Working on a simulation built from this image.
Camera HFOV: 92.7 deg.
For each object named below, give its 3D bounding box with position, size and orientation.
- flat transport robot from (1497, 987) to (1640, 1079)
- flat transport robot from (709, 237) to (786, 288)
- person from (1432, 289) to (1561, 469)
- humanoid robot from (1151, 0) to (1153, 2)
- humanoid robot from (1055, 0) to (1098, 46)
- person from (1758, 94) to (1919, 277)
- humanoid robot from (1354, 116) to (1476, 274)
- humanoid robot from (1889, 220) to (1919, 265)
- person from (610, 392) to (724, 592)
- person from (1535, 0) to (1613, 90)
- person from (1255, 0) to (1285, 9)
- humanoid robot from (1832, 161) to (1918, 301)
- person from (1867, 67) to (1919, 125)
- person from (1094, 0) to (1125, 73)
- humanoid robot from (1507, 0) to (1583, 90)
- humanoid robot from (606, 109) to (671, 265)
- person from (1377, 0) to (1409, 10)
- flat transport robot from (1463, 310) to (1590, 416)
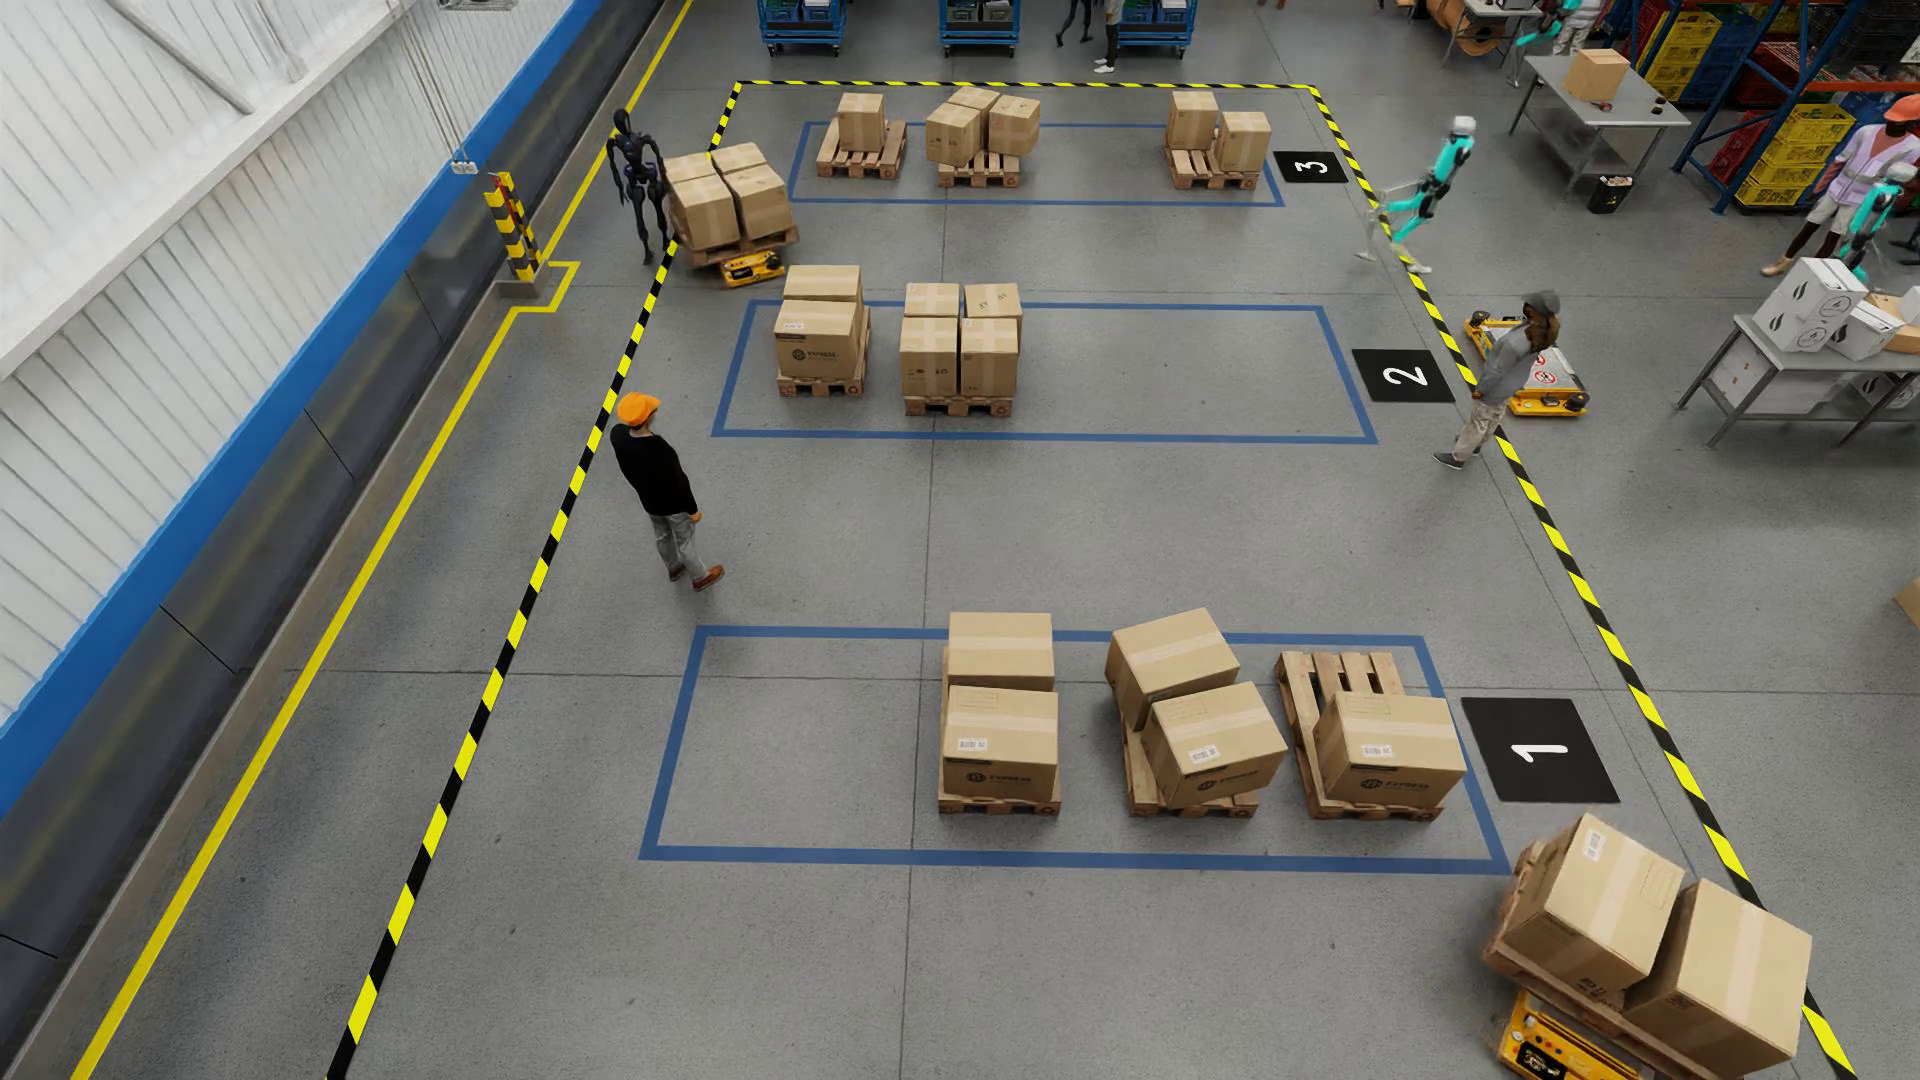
[{"bbox_3d":[3.687,2.558,5.301,0.652,0.197,1.431,30,55,23],"label":"flat transport robot"},{"bbox_3d":[-2.545,-3.402,10.460,0.652,0.197,1.431,-21,52,-17],"label":"flat transport robot"},{"bbox_3d":[4.550,-1.325,7.687,0.561,1.769,0.400,-30,55,-23],"label":"person"},{"bbox_3d":[3.319,-9.213,14.605,0.801,1.619,0.584,-7,49,-6],"label":"humanoid robot"},{"bbox_3d":[1.802,-8.372,13.860,0.687,1.632,0.612,-36,58,-27],"label":"humanoid robot"},{"bbox_3d":[9.118,-3.540,9.439,0.428,2.032,0.609,-19,52,-16],"label":"person"},{"bbox_3d":[4.751,-3.606,9.722,1.038,1.769,0.539,9,50,8],"label":"humanoid robot"},{"bbox_3d":[10.843,-3.785,9.876,0.397,1.635,0.588,31,56,24],"label":"humanoid robot"},{"bbox_3d":[-2.161,-0.328,6.749,0.591,1.882,0.373,23,53,19],"label":"person"},{"bbox_3d":[8.613,-7.237,12.759,0.598,1.836,0.404,12,50,10],"label":"person"},{"bbox_3d":[5.344,-9.703,14.838,0.721,1.924,0.464,19,52,16],"label":"person"},{"bbox_3d":[8.928,-2.689,8.906,0.965,1.777,0.542,28,55,22],"label":"humanoid robot"},{"bbox_3d":[12.501,-5.969,11.698,0.992,1.783,0.620,3,49,2],"label":"person"},{"bbox_3d":[2.166,-7.721,13.172,0.399,1.848,0.587,8,50,7],"label":"person"},{"bbox_3d":[8.216,-7.292,12.886,0.568,1.781,0.855,-18,51,-15],"label":"humanoid robot"},{"bbox_3d":[-3.415,-3.813,9.913,0.615,1.637,0.626,-7,49,-6],"label":"humanoid robot"},{"bbox_3d":[7.252,-9.539,14.687,0.718,1.939,0.623,-5,49,-5],"label":"person"},{"bbox_3d":[5.573,-1.757,9.054,0.659,0.231,1.431,1,49,1],"label":"flat transport robot"}]
